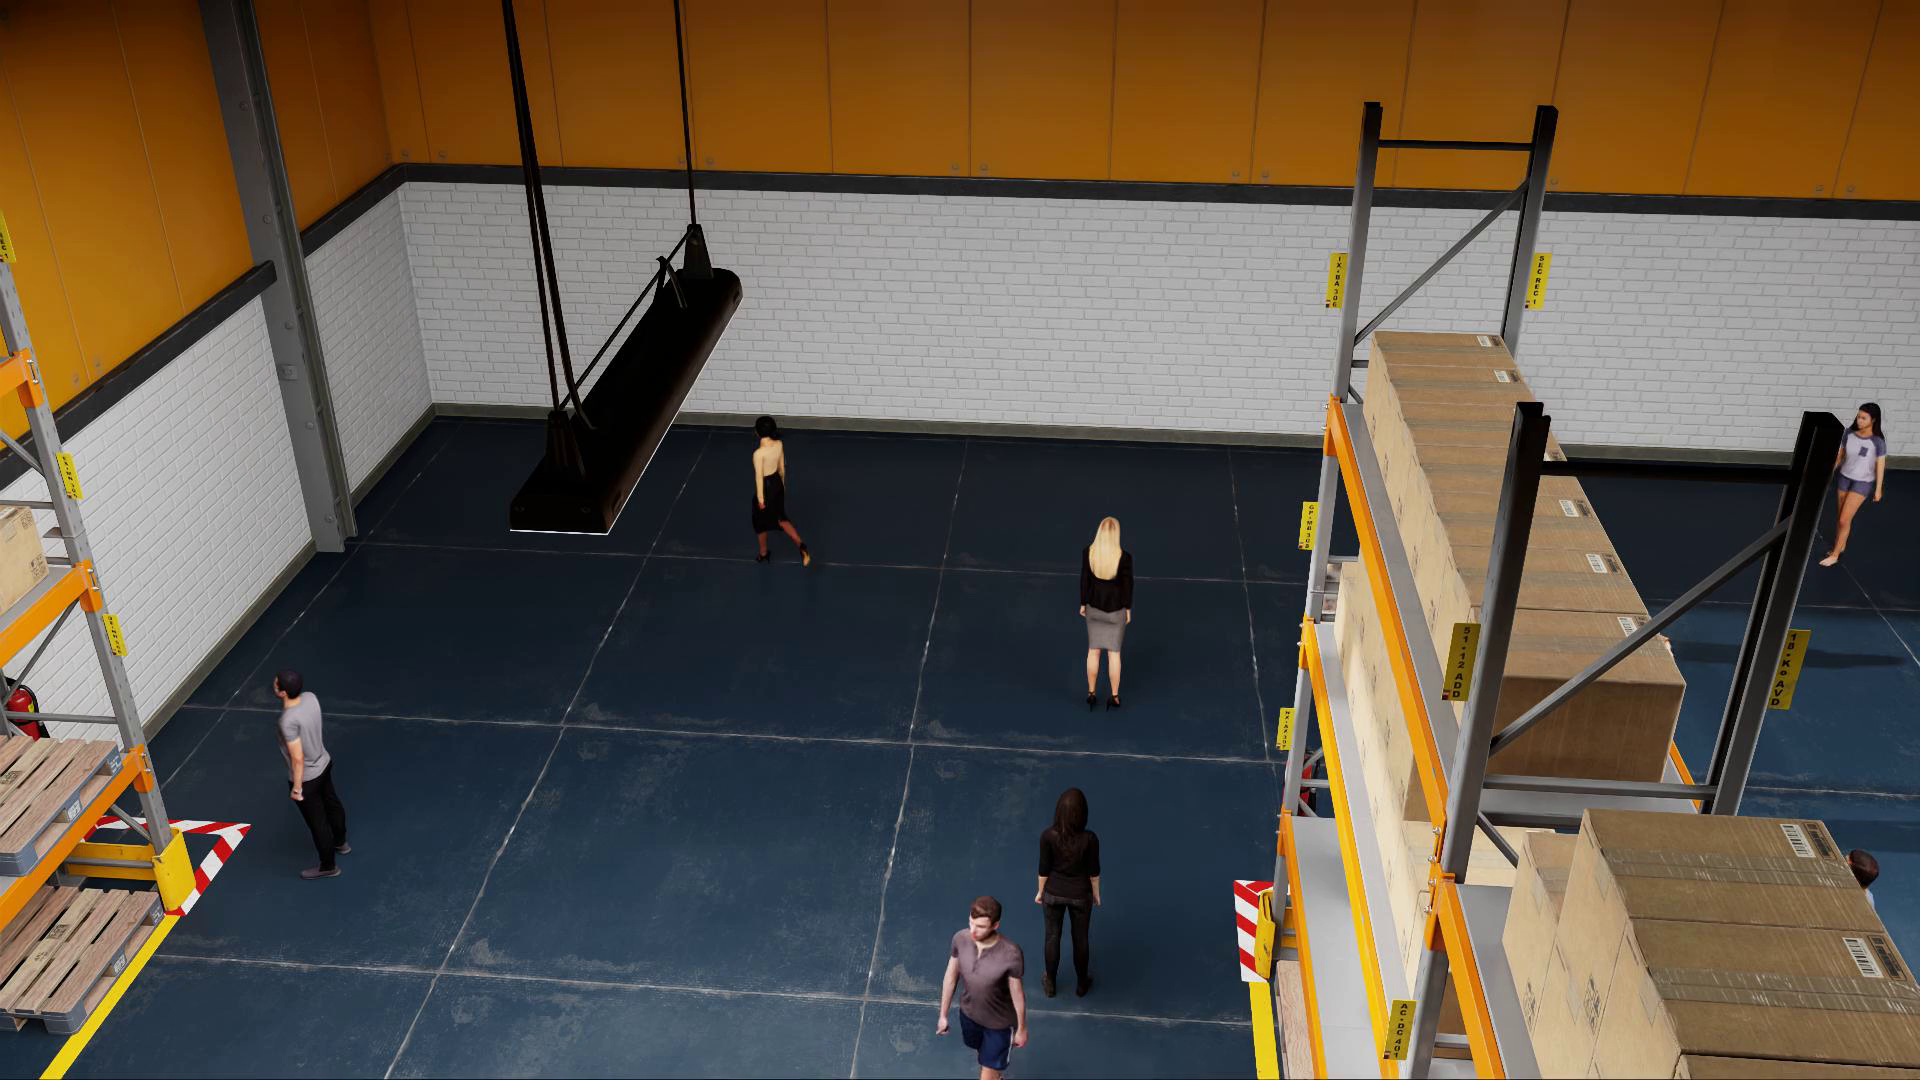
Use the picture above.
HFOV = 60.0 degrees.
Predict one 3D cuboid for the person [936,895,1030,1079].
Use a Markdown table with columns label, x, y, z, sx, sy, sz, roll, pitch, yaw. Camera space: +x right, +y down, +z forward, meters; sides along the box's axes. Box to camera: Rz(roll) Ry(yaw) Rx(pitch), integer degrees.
| label | x | y | z | sx | sy | sz | roll | pitch | yaw |
| --- | --- | --- | --- | --- | --- | --- | --- | --- | --- |
| person | 0.218 | 2.835 | 10.046 | 0.969 | 1.825 | 1.120 | 18 | 33 | 30 |

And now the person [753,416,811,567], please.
| label | x | y | z | sx | sy | sz | roll | pitch | yaw |
| --- | --- | --- | --- | --- | --- | --- | --- | --- | --- |
| person | -1.792 | -0.418 | 16.212 | 0.925 | 1.631 | 0.961 | 20 | 34 | 32 |

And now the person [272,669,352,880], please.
| label | x | y | z | sx | sy | sz | roll | pitch | yaw |
| --- | --- | --- | --- | --- | --- | --- | --- | --- | --- |
| person | -4.782 | 1.686 | 12.226 | 0.686 | 1.755 | 0.491 | 1 | 29 | 1 |

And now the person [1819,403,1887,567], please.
| label | x | y | z | sx | sy | sz | roll | pitch | yaw |
| --- | --- | --- | --- | --- | --- | --- | --- | --- | --- |
| person | 8.886 | -0.575 | 16.415 | 0.926 | 1.712 | 0.880 | -15 | 32 | -26 |

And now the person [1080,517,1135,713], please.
| label | x | y | z | sx | sy | sz | roll | pitch | yaw |
| --- | --- | --- | --- | --- | --- | --- | --- | --- | --- |
| person | 1.231 | 0.631 | 14.067 | 0.646 | 1.842 | 0.609 | 8 | 30 | 15 |

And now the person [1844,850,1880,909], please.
| label | x | y | z | sx | sy | sz | roll | pitch | yaw |
| --- | --- | --- | --- | --- | --- | --- | --- | --- | --- |
| person | 5.458 | 2.738 | 10.294 | 1.127 | 1.757 | 1.220 | 20 | 34 | 32 |

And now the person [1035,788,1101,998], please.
| label | x | y | z | sx | sy | sz | roll | pitch | yaw |
| --- | --- | --- | --- | --- | --- | --- | --- | --- | --- |
| person | 0.717 | 2.362 | 11.105 | 0.579 | 1.641 | 0.492 | 2 | 29 | 4 |
